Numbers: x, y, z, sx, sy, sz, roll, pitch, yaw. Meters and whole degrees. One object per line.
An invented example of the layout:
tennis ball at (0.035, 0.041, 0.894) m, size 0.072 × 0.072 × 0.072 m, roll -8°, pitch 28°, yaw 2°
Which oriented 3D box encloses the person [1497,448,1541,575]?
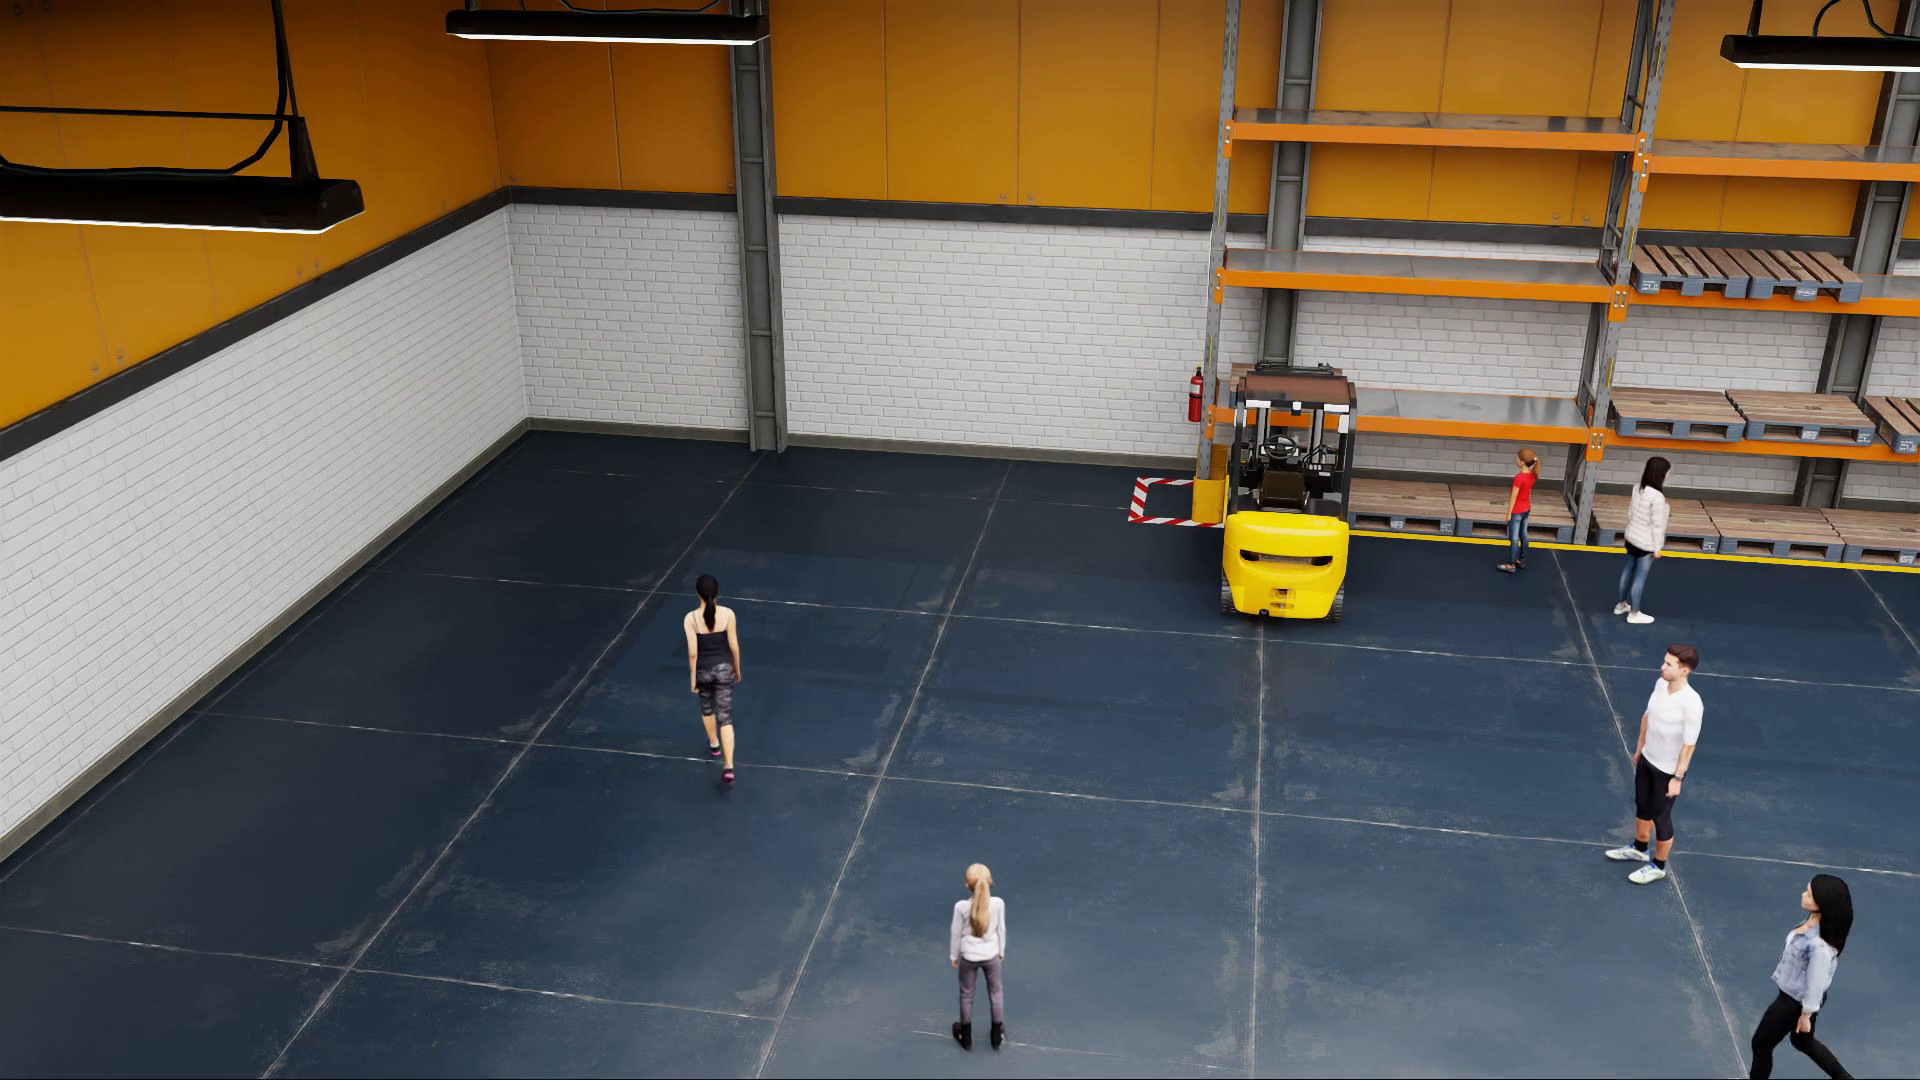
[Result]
person at (5.680, -0.299, 16.836) m, size 0.548 × 1.306 × 0.599 m, roll -20°, pitch 30°, yaw -38°

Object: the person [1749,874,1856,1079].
person at (4.919, 2.665, 9.577) m, size 1.119 × 1.689 × 0.826 m, roll 13°, pitch 27°, yaw 26°

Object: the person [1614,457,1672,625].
person at (6.469, -0.011, 15.765) m, size 0.677 × 1.636 × 0.690 m, roll -5°, pitch 24°, yaw -11°

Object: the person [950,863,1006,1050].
person at (0.122, 2.576, 10.300) m, size 0.482 × 1.273 × 0.600 m, roll -2°, pitch 24°, yaw -4°

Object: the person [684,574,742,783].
person at (-1.924, 1.115, 13.121) m, size 1.130 × 1.691 × 0.967 m, roll -6°, pitch 24°, yaw -14°

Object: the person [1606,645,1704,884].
person at (5.020, 1.575, 11.868) m, size 0.679 × 1.851 × 0.743 m, roll -4°, pitch 24°, yaw -9°
